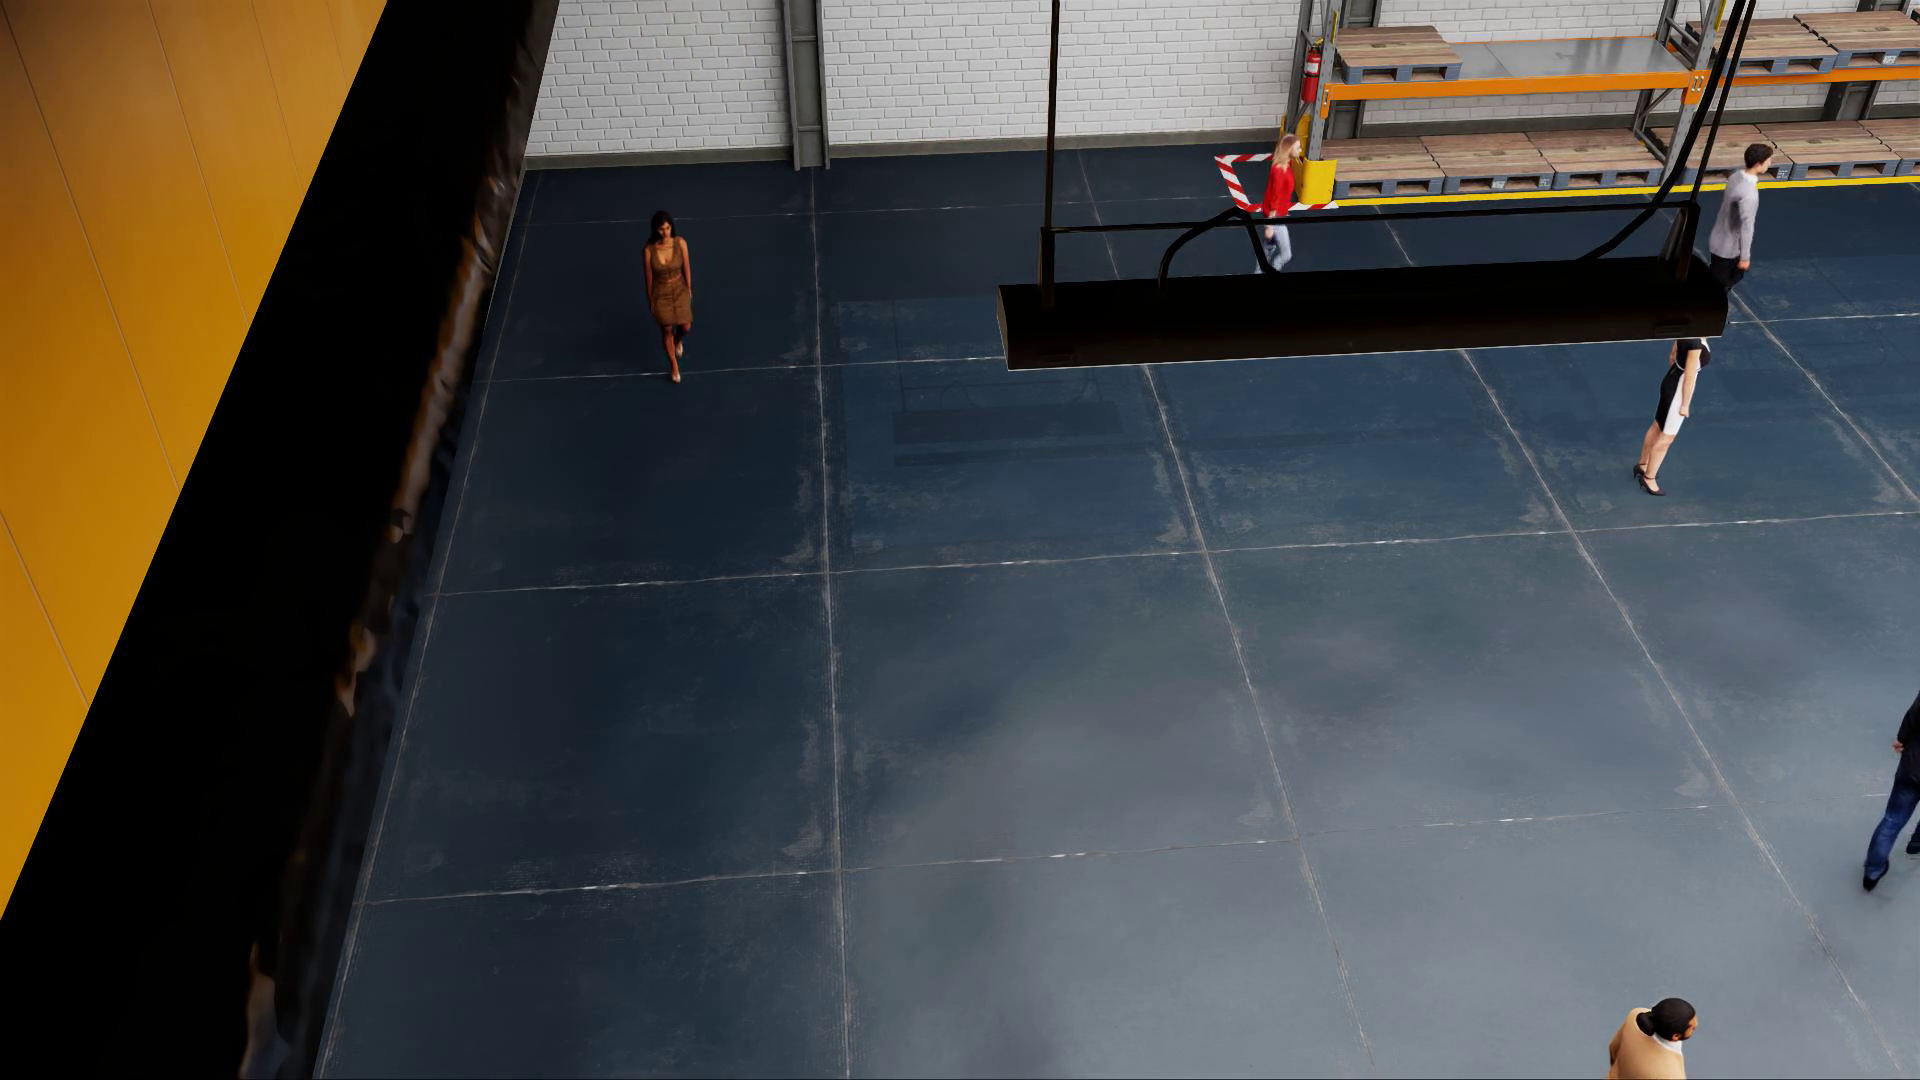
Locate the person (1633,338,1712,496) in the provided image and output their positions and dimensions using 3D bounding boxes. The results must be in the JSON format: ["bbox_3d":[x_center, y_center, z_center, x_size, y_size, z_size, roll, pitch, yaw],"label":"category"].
[{"bbox_3d":[5.751,-1.169,13.346,0.546,1.796,0.622,4,39,5],"label":"person"}]

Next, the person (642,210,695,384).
[{"bbox_3d":[-2.600,-2.199,14.733,0.717,1.674,0.718,-13,40,-15],"label":"person"}]

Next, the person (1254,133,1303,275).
[{"bbox_3d":[2.923,-3.067,15.803,0.700,1.695,0.715,9,39,11],"label":"person"}]

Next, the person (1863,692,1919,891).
[{"bbox_3d":[5.829,1.438,10.024,1.119,1.868,1.032,-32,48,-33],"label":"person"}]

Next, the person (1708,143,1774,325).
[{"bbox_3d":[6.925,-2.722,15.199,0.830,1.910,0.842,11,40,13],"label":"person"}]

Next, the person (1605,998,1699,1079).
[{"bbox_3d":[3.370,2.861,8.333,0.575,1.754,0.662,-5,39,-6],"label":"person"}]
